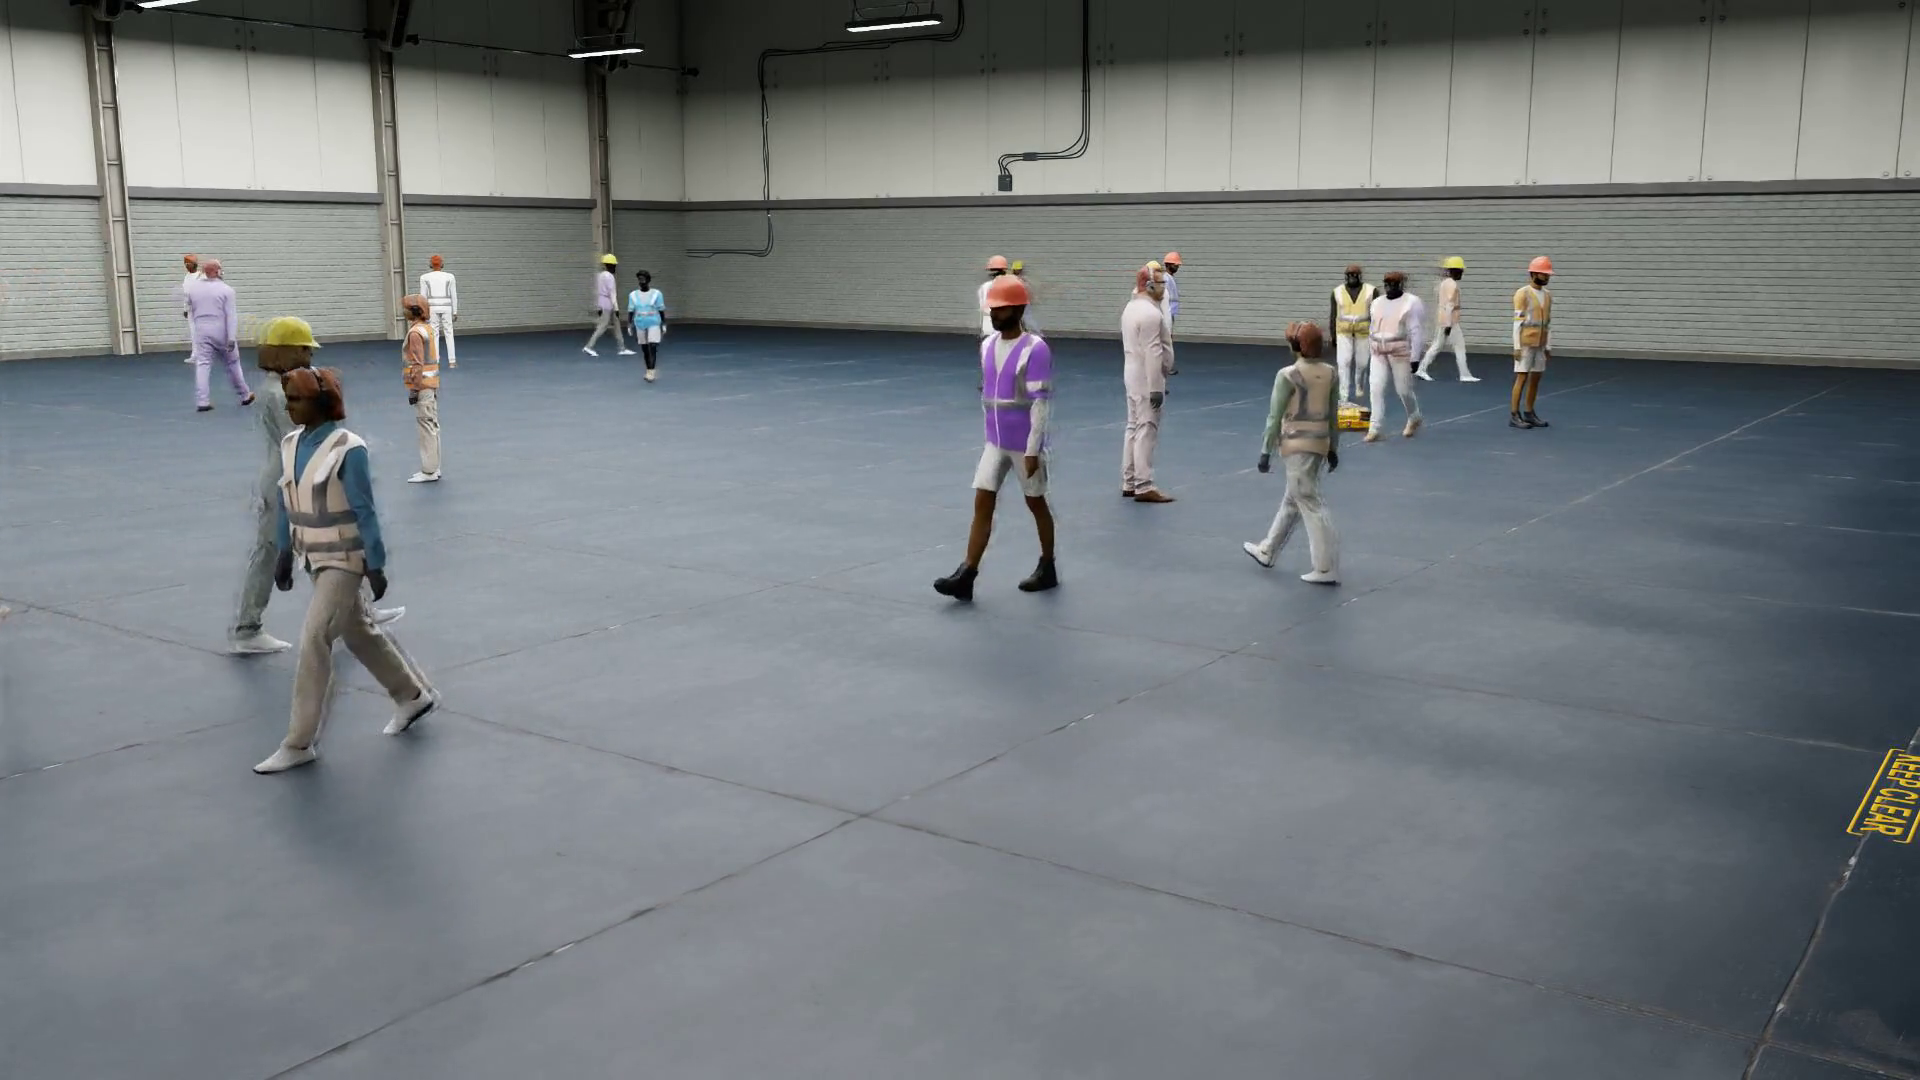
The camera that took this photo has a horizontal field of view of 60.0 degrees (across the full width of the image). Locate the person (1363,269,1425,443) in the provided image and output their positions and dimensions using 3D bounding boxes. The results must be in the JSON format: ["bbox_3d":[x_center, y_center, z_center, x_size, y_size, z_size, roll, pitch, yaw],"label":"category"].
[{"bbox_3d":[4.607,-1.942,17.533,0.631,1.817,0.856,9,13,41],"label":"person"}]

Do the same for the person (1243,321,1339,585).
[{"bbox_3d":[2.057,-0.551,10.295,0.540,1.589,0.844,-8,13,-38],"label":"person"}]

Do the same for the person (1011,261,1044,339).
[{"bbox_3d":[1.359,-5.014,35.013,0.860,1.707,0.561,-3,10,-15],"label":"person"}]

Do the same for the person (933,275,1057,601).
[{"bbox_3d":[0.260,-0.585,9.694,0.565,1.882,0.975,10,14,43],"label":"person"}]

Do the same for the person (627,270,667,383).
[{"bbox_3d":[-4.685,-3.171,24.771,0.556,1.660,0.822,1,10,8],"label":"person"}]

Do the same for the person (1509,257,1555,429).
[{"bbox_3d":[6.455,-2.210,18.703,0.548,1.928,0.394,-6,12,-30],"label":"person"}]

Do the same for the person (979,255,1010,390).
[{"bbox_3d":[0.464,-2.701,21.455,0.565,1.918,0.501,10,14,44],"label":"person"}]

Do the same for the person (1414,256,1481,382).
[{"bbox_3d":[7.343,-3.316,25.021,0.966,1.886,0.598,1,10,4],"label":"person"}]

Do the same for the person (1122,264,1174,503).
[{"bbox_3d":[1.526,-1.262,13.434,0.403,1.906,0.650,-2,10,-10],"label":"person"}]

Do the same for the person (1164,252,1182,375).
[{"bbox_3d":[3.321,-3.573,26.297,0.363,1.933,0.552,3,10,14],"label":"person"}]

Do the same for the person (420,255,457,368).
[{"bbox_3d":[-8.663,-3.797,27.691,0.573,1.886,0.359,-3,10,-15],"label":"person"}]

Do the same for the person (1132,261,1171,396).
[{"bbox_3d":[2.630,-2.882,22.707,0.590,1.837,0.403,8,13,38],"label":"person"}]

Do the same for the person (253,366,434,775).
[{"bbox_3d":[-2.522,0.081,6.778,0.530,1.598,0.849,8,13,38],"label":"person"}]

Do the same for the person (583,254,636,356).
[{"bbox_3d":[-6.530,-4.333,30.700,0.982,1.881,0.601,-5,11,-25],"label":"person"}]

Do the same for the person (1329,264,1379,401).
[{"bbox_3d":[5.124,-2.684,21.653,0.634,1.818,0.722,2,10,13],"label":"person"}]

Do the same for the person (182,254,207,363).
[{"bbox_3d":[-13.274,-4.010,28.883,0.573,1.887,0.355,5,11,28],"label":"person"}]

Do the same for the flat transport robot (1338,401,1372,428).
[{"bbox_3d":[4.253,-1.455,19.097,0.652,0.197,1.431,-1,10,-4],"label":"flat transport robot"}]

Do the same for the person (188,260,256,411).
[{"bbox_3d":[-9.306,-2.569,20.886,0.648,1.861,1.016,1,10,4],"label":"person"}]

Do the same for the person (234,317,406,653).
[{"bbox_3d":[-3.318,-0.279,8.482,0.880,1.694,0.514,-4,11,-20],"label":"person"}]

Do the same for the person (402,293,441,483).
[{"bbox_3d":[-4.697,-1.323,14.517,0.307,1.644,0.514,-1,10,-8],"label":"person"}]
